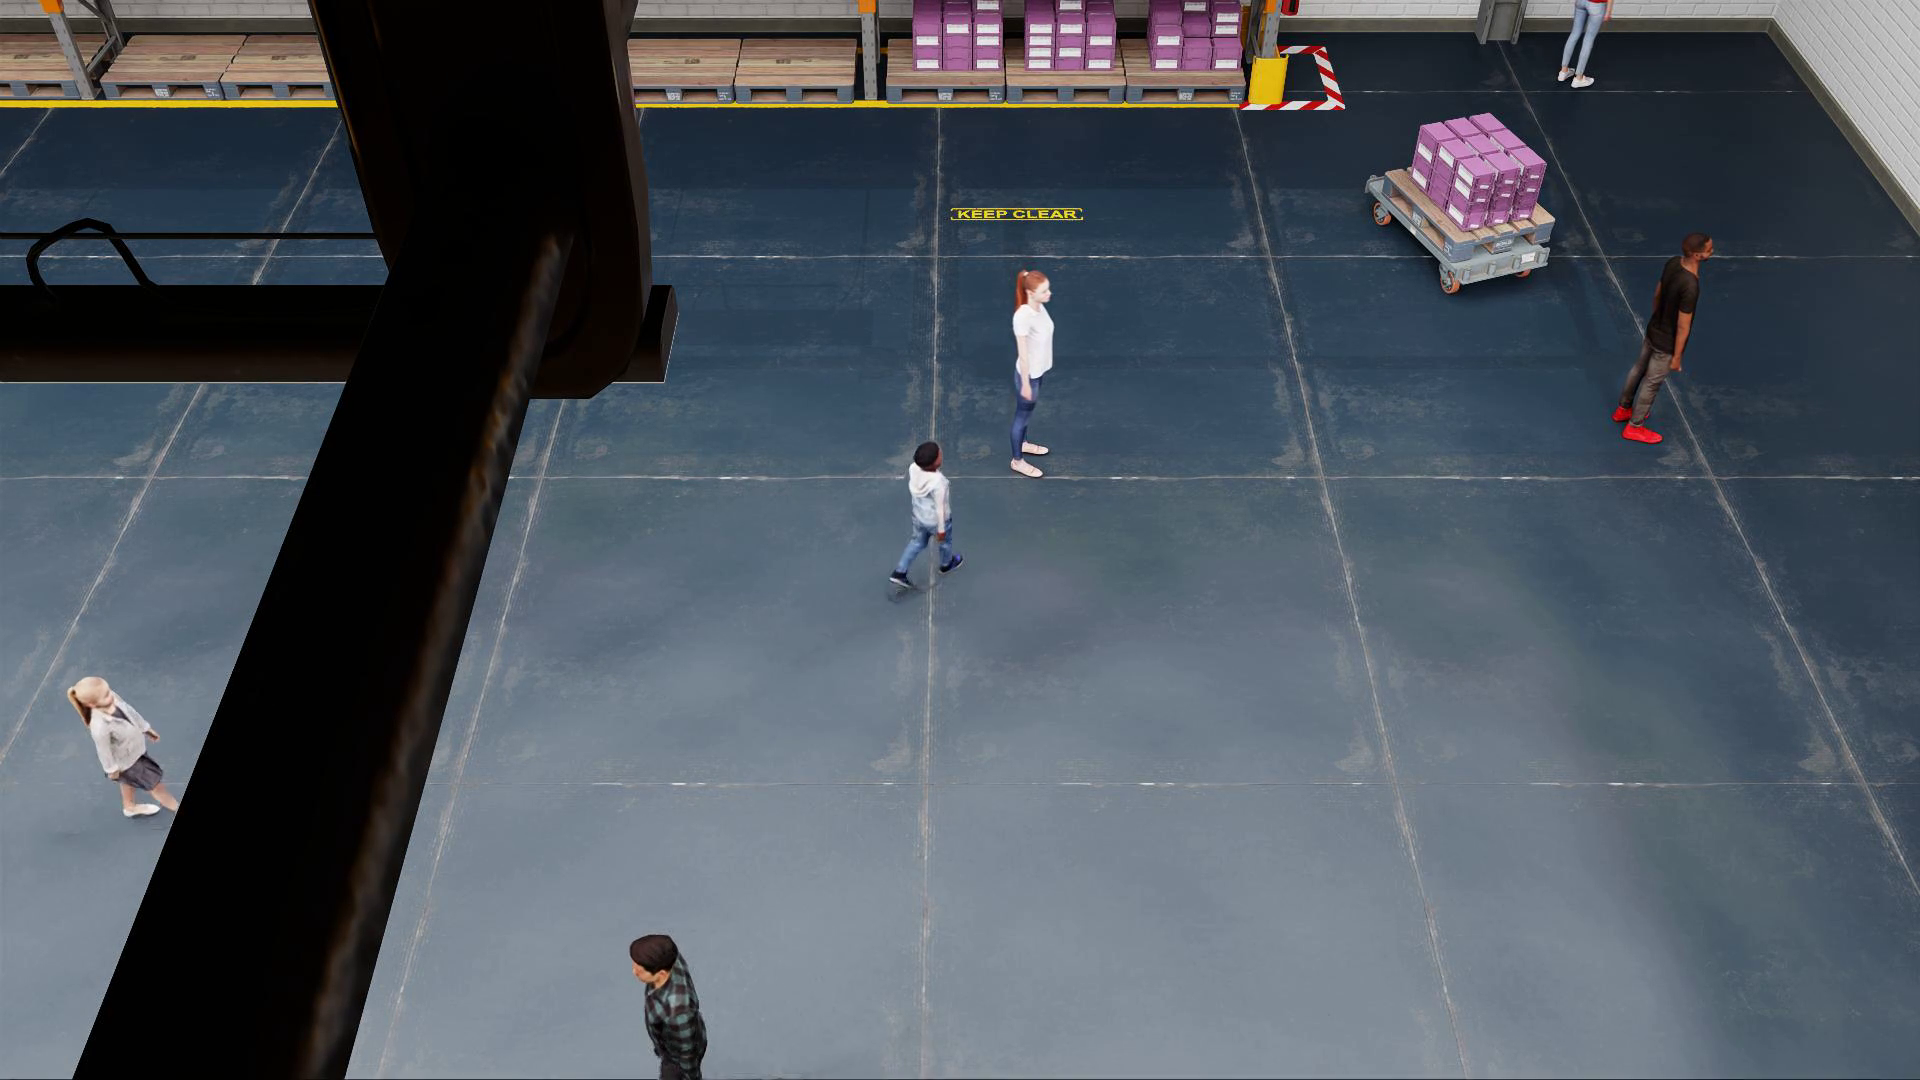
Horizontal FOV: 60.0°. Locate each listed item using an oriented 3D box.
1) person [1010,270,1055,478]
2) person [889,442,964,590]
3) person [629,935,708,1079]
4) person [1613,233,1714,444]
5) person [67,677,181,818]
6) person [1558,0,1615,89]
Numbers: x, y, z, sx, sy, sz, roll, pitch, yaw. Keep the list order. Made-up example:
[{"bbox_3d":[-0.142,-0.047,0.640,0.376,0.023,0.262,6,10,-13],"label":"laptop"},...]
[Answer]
[{"bbox_3d":[0.506,-1.255,12.322,0.603,1.739,0.616,10,45,11],"label":"person"},{"bbox_3d":[-0.251,-0.157,11.530,0.881,1.243,0.808,-33,53,-30],"label":"person"},{"bbox_3d":[-1.370,2.518,8.482,0.805,1.703,0.791,-13,45,-13],"label":"person"},{"bbox_3d":[5.326,-1.548,12.581,0.529,1.806,0.639,-2,44,-2],"label":"person"},{"bbox_3d":[-5.088,1.283,10.010,0.825,1.253,0.594,-7,44,-7],"label":"person"},{"bbox_3d":[6.342,-5.385,16.683,0.689,1.704,0.689,-22,48,-22],"label":"person"}]
